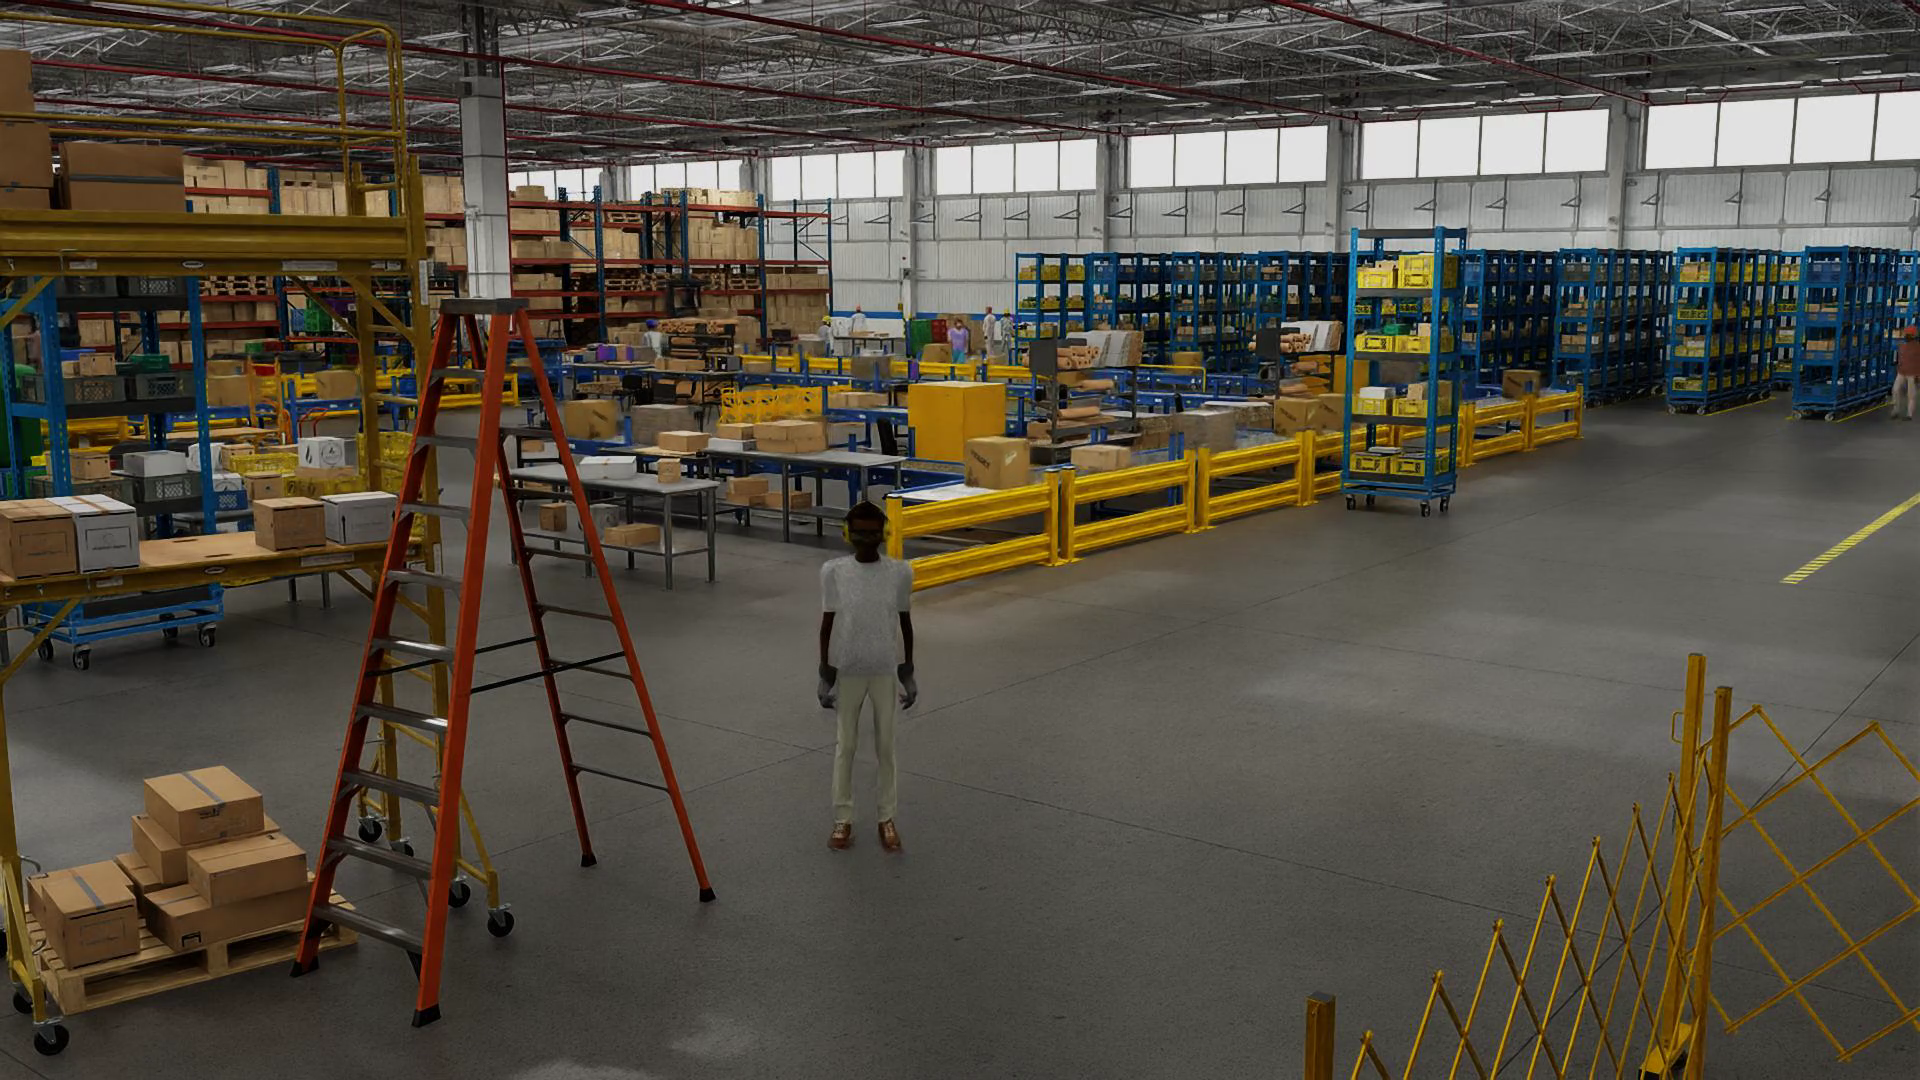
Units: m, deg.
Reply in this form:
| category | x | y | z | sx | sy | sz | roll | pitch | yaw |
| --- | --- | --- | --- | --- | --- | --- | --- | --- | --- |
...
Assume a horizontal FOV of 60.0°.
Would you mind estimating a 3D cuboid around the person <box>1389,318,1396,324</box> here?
| category | x | y | z | sx | sy | sz | roll | pitch | yaw |
| --- | --- | --- | --- | --- | --- | --- | --- | --- | --- |
| person | 12.175 | -5.325 | 46.688 | 0.598 | 1.787 | 0.941 | -5 | 10 | -28 |

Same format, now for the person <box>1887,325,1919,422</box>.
| category | x | y | z | sx | sy | sz | roll | pitch | yaw |
| --- | --- | --- | --- | --- | --- | --- | --- | --- | --- |
| person | 19.316 | -3.393 | 34.001 | 0.672 | 1.975 | 0.646 | -4 | 10 | -21 |

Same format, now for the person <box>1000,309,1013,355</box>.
| category | x | y | z | sx | sy | sz | roll | pitch | yaw |
| --- | --- | --- | --- | --- | --- | --- | --- | --- | --- |
| person | 1.738 | -7.722 | 61.806 | 0.485 | 1.735 | 0.345 | -2 | 9 | -13 |

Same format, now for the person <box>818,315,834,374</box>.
| category | x | y | z | sx | sy | sz | roll | pitch | yaw |
| --- | --- | --- | --- | --- | --- | --- | --- | --- | --- |
| person | -3.820 | -5.545 | 47.898 | 0.404 | 1.833 | 0.589 | -9 | 13 | -43 |

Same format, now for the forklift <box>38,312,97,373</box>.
| category | x | y | z | sx | sy | sz | roll | pitch | yaw |
| --- | --- | --- | --- | --- | --- | --- | --- | --- | --- |
| forklift | -23.294 | -5.292 | 43.057 | 1.873 | 2.768 | 1.129 | 7 | 11 | 37 |

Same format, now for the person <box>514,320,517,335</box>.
| category | x | y | z | sx | sy | sz | roll | pitch | yaw |
| --- | --- | --- | --- | --- | --- | --- | --- | --- | --- |
| person | -16.097 | -7.467 | 59.667 | 0.410 | 1.908 | 0.643 | -4 | 10 | -24 |

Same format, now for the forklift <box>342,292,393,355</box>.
| category | x | y | z | sx | sy | sz | roll | pitch | yaw |
| --- | --- | --- | --- | --- | --- | --- | --- | --- | --- |
| forklift | -16.485 | -5.622 | 45.120 | 1.129 | 2.768 | 1.873 | 7 | 11 | 37 |

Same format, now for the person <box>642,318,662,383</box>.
| category | x | y | z | sx | sy | sz | roll | pitch | yaw |
| --- | --- | --- | --- | --- | --- | --- | --- | --- | --- |
| person | -7.676 | -4.600 | 41.707 | 0.811 | 1.928 | 0.606 | 6 | 11 | 32 |

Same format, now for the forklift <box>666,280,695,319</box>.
| category | x | y | z | sx | sy | sz | roll | pitch | yaw |
| --- | --- | --- | --- | --- | --- | --- | --- | --- | --- |
| forklift | -9.234 | -7.226 | 55.133 | 1.129 | 2.768 | 1.873 | -9 | 13 | -44 |

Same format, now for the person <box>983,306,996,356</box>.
| category | x | y | z | sx | sy | sz | roll | pitch | yaw |
| --- | --- | --- | --- | --- | --- | --- | --- | --- | --- |
| person | 0.981 | -7.078 | 57.236 | 0.403 | 1.906 | 0.651 | 4 | 10 | 22 |

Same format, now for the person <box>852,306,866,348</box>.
| category | x | y | z | sx | sy | sz | roll | pitch | yaw |
| --- | --- | --- | --- | --- | --- | --- | --- | --- | --- |
| person | -4.098 | -8.603 | 67.329 | 0.569 | 1.726 | 0.805 | -2 | 9 | -11 |

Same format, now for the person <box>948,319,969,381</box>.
| category | x | y | z | sx | sy | sz | roll | pitch | yaw |
| --- | --- | --- | --- | --- | --- | --- | --- | --- | --- |
| person | -0.046 | -5.207 | 45.878 | 0.574 | 1.812 | 0.940 | -1 | 9 | -7 |

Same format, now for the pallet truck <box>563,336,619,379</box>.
| category | x | y | z | sx | sy | sz | roll | pitch | yaw |
| --- | --- | --- | --- | --- | --- | --- | --- | --- | --- |
| pallet truck | -10.690 | -5.294 | 48.215 | 1.601 | 1.201 | 0.680 | -5 | 10 | -26 |

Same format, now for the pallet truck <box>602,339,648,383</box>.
| category | x | y | z | sx | sy | sz | roll | pitch | yaw |
| --- | --- | --- | --- | --- | --- | --- | --- | --- | --- |
| pallet truck | -8.991 | -4.871 | 45.351 | 0.653 | 1.274 | 1.630 | 7 | 11 | 37 |

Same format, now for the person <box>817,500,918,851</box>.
| category | x | y | z | sx | sy | sz | roll | pitch | yaw |
| --- | --- | --- | --- | --- | --- | --- | --- | --- | --- |
| person | -0.487 | 0.711 | 8.756 | 0.535 | 1.864 | 0.309 | -1 | 9 | -5 |

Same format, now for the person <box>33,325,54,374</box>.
| category | x | y | z | sx | sy | sz | roll | pitch | yaw |
| --- | --- | --- | --- | --- | --- | --- | --- | --- | --- |
| person | -23.346 | -4.690 | 42.531 | 1.031 | 1.840 | 0.655 | 0 | 9 | -2 |
